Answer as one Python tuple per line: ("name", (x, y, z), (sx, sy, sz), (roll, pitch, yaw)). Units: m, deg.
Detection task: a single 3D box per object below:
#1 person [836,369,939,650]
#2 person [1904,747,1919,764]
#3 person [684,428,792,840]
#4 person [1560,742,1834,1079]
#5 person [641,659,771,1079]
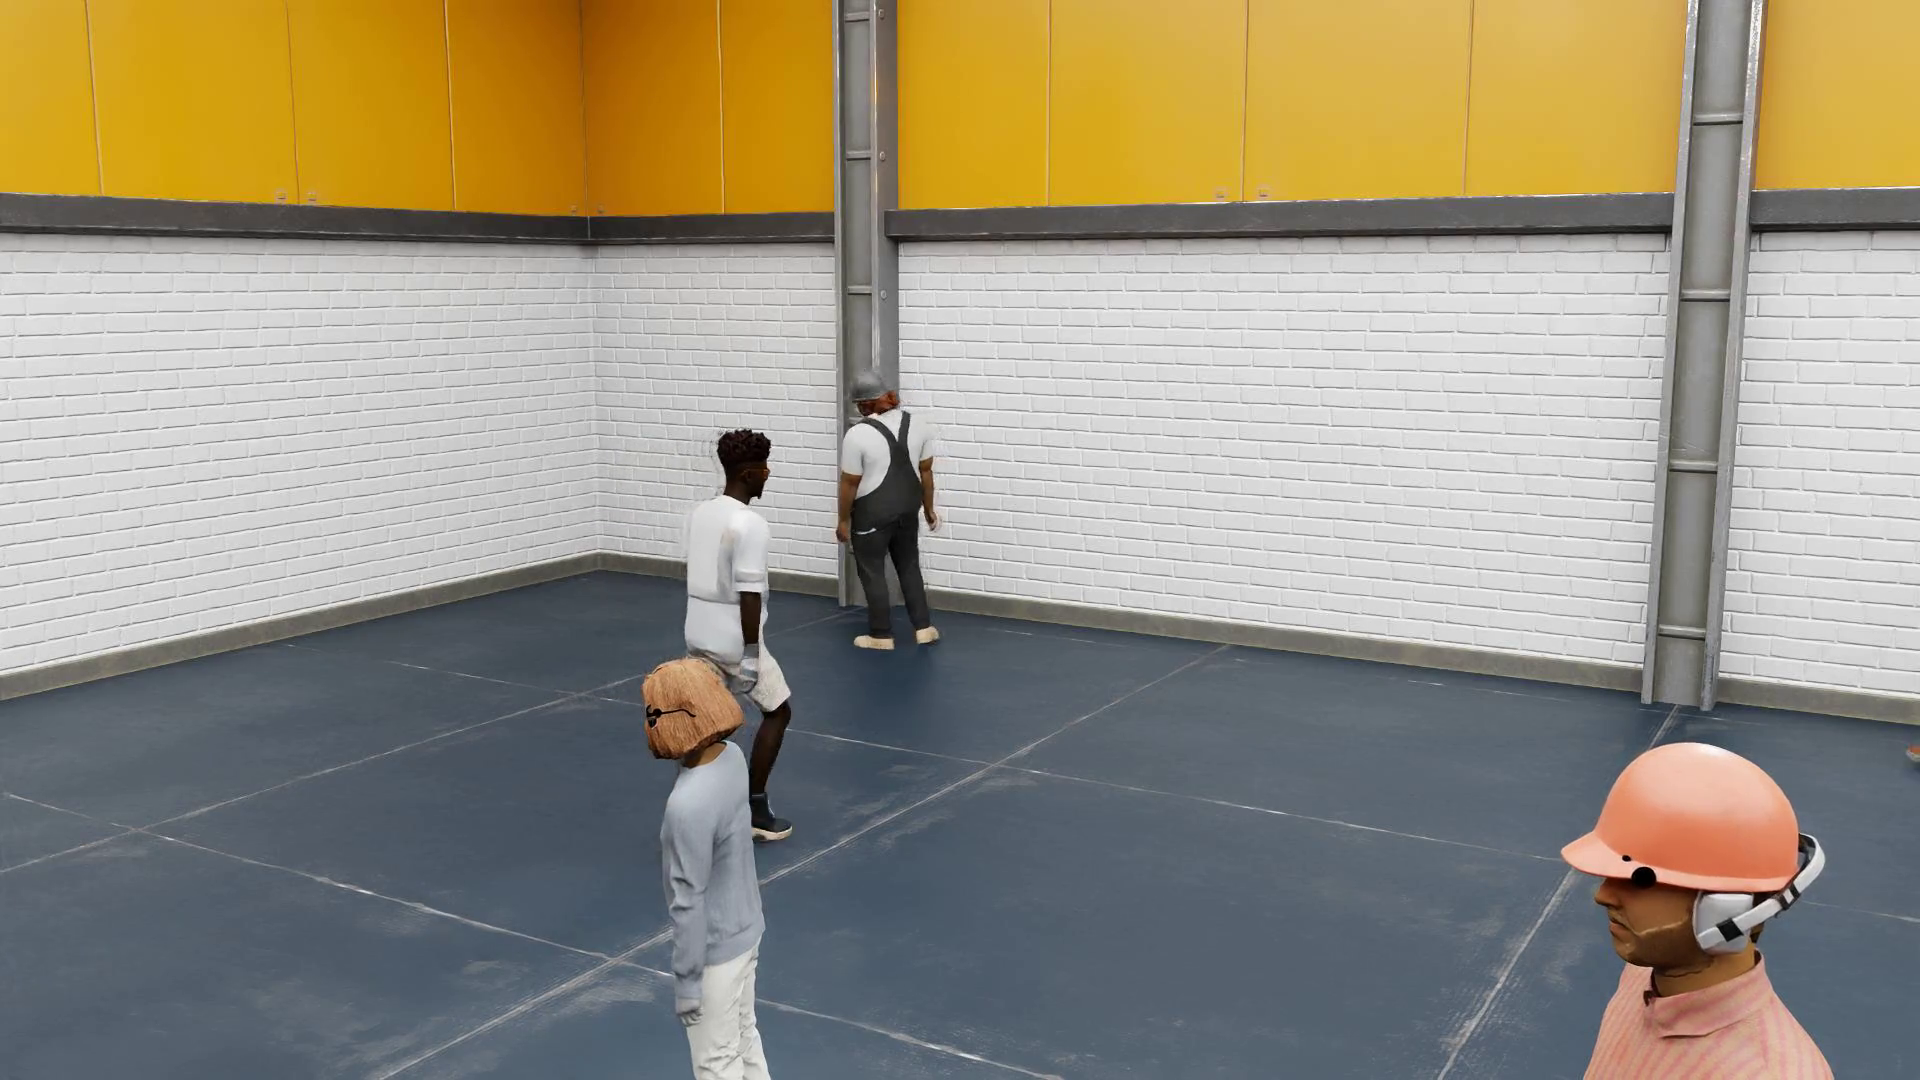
("person", (-0.518, -0.241, 11.726), (0.846, 2.000, 0.538), (-7, 11, -37))
("person", (5.570, 0.353, 8.592), (1.000, 1.871, 0.673), (6, 11, 33))
("person", (-1.033, 0.453, 7.698), (0.614, 1.942, 0.623), (-8, 12, -41))
("person", (1.035, 1.268, 2.448), (0.378, 1.995, 0.612), (0, 9, 1))
("person", (-0.683, 1.121, 4.546), (0.310, 1.624, 0.494), (1, 9, 8))
